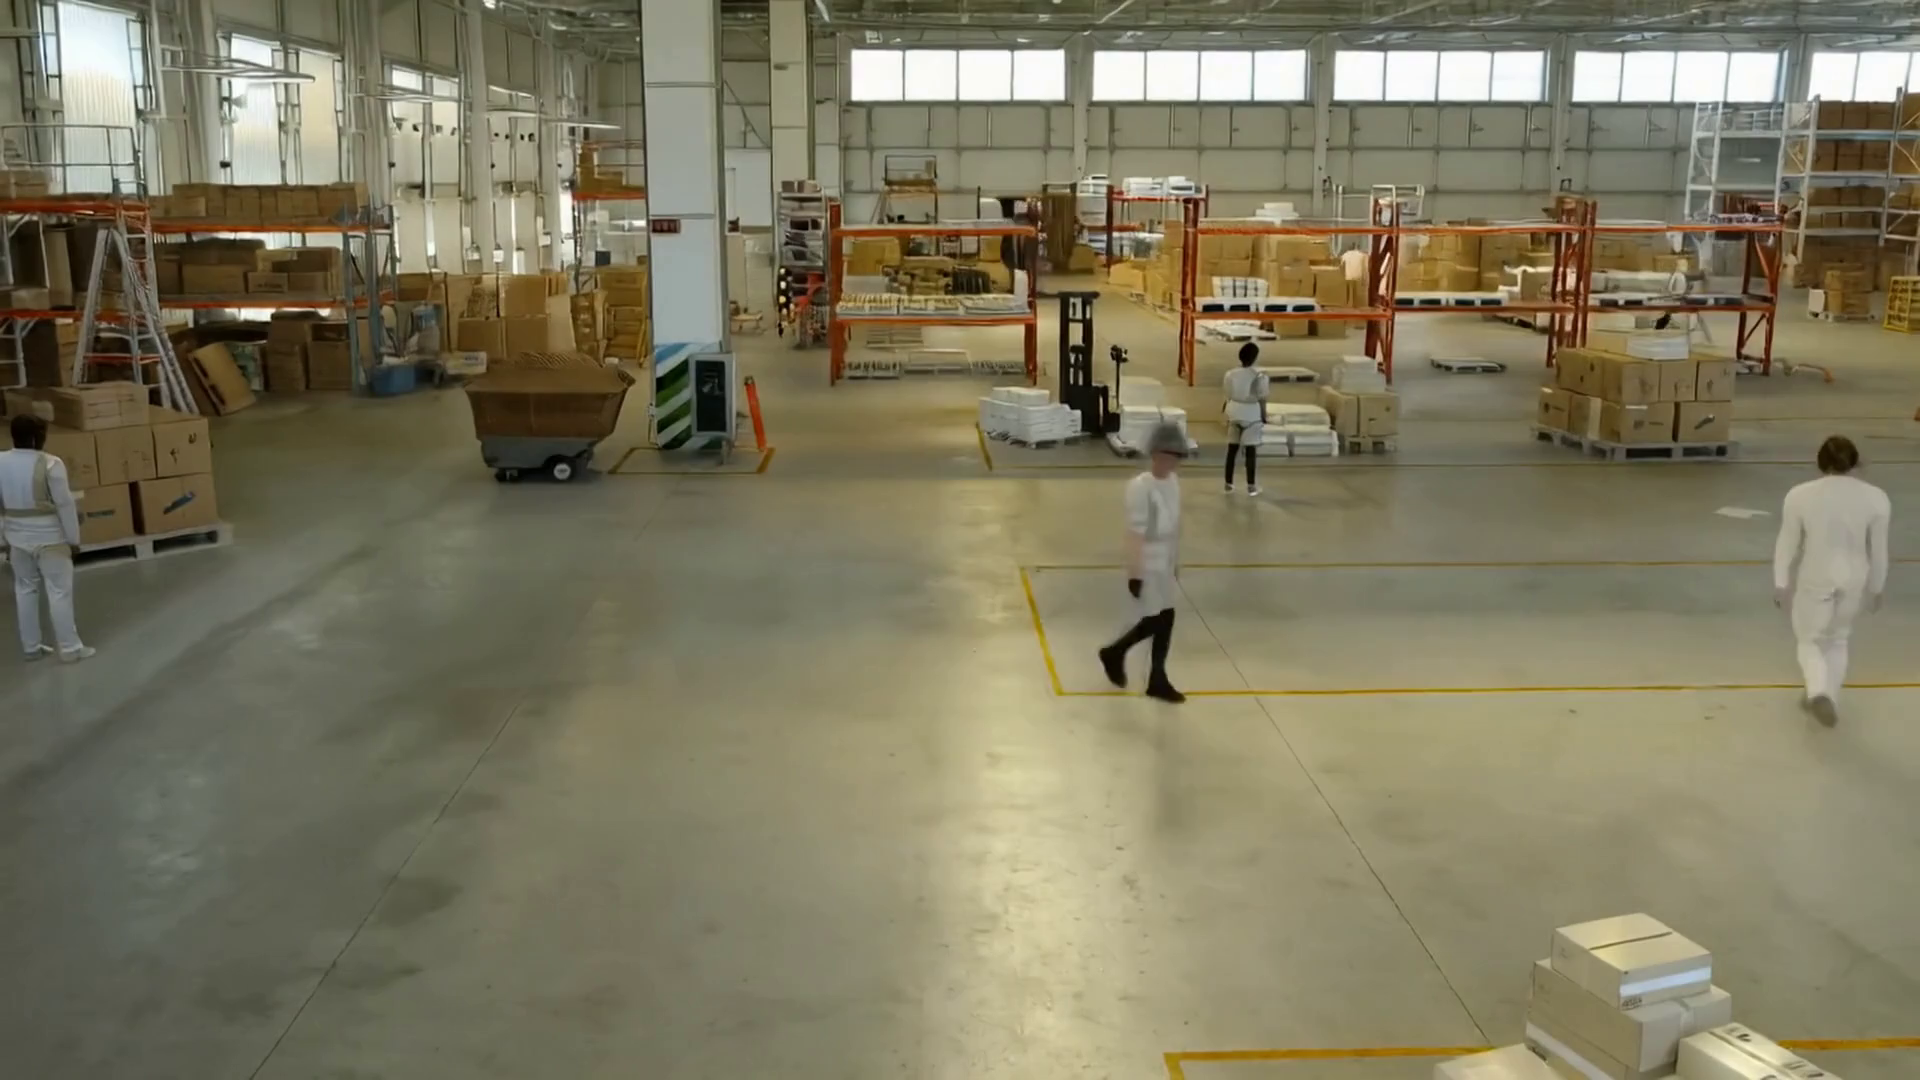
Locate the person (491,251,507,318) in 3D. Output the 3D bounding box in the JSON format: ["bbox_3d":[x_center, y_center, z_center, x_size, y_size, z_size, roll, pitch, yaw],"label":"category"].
[{"bbox_3d":[-11.331,-6.262,40.843,0.313,1.634,0.515,-11,17,-41],"label":"person"}]

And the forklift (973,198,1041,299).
[{"bbox_3d":[1.312,-8.192,46.706,1.873,2.768,1.129,0,12,-2],"label":"forklift"}]

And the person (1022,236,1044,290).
[{"bbox_3d":[2.211,-8.538,50.527,0.676,1.906,0.416,5,13,21],"label":"person"}]

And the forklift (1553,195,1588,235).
[{"bbox_3d":[18.973,-9.341,51.896,1.129,2.768,1.873,0,12,-2],"label":"forklift"}]

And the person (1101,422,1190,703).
[{"bbox_3d":[1.286,0.150,11.228,0.569,1.920,0.530,-12,17,-44],"label":"person"}]

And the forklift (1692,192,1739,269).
[{"bbox_3d":[27.757,-11.223,60.393,1.873,2.768,1.129,0,12,-2],"label":"forklift"}]

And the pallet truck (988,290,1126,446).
[{"bbox_3d":[1.257,-2.299,22.111,1.885,1.965,0.823,-9,15,-35],"label":"pallet truck"}]

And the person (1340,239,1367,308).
[{"bbox_3d":[9.642,-6.391,40.746,0.662,1.925,0.430,6,14,27],"label":"person"}]

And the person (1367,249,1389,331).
[{"bbox_3d":[9.430,-5.634,37.402,0.596,1.900,0.797,-2,13,-11],"label":"person"}]

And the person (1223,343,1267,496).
[{"bbox_3d":[3.165,-1.341,18.495,0.533,1.690,0.321,10,16,37],"label":"person"}]

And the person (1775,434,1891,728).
[{"bbox_3d":[5.564,0.294,10.608,0.672,1.911,0.668,2,13,10],"label":"person"}]

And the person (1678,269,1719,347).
[{"bbox_3d":[15.106,-4.748,34.078,0.862,1.593,0.523,3,13,13],"label":"person"}]

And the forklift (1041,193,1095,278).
[{"bbox_3d":[3.574,-10.370,56.542,1.873,2.768,1.129,-7,14,-28],"label":"forklift"}]

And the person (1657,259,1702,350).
[{"bbox_3d":[14.428,-4.726,33.471,1.007,1.826,0.593,1,13,5],"label":"person"}]

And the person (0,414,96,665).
[{"bbox_3d":[-6.677,-0.001,12.090,0.637,1.842,0.429,2,13,7],"label":"person"}]
